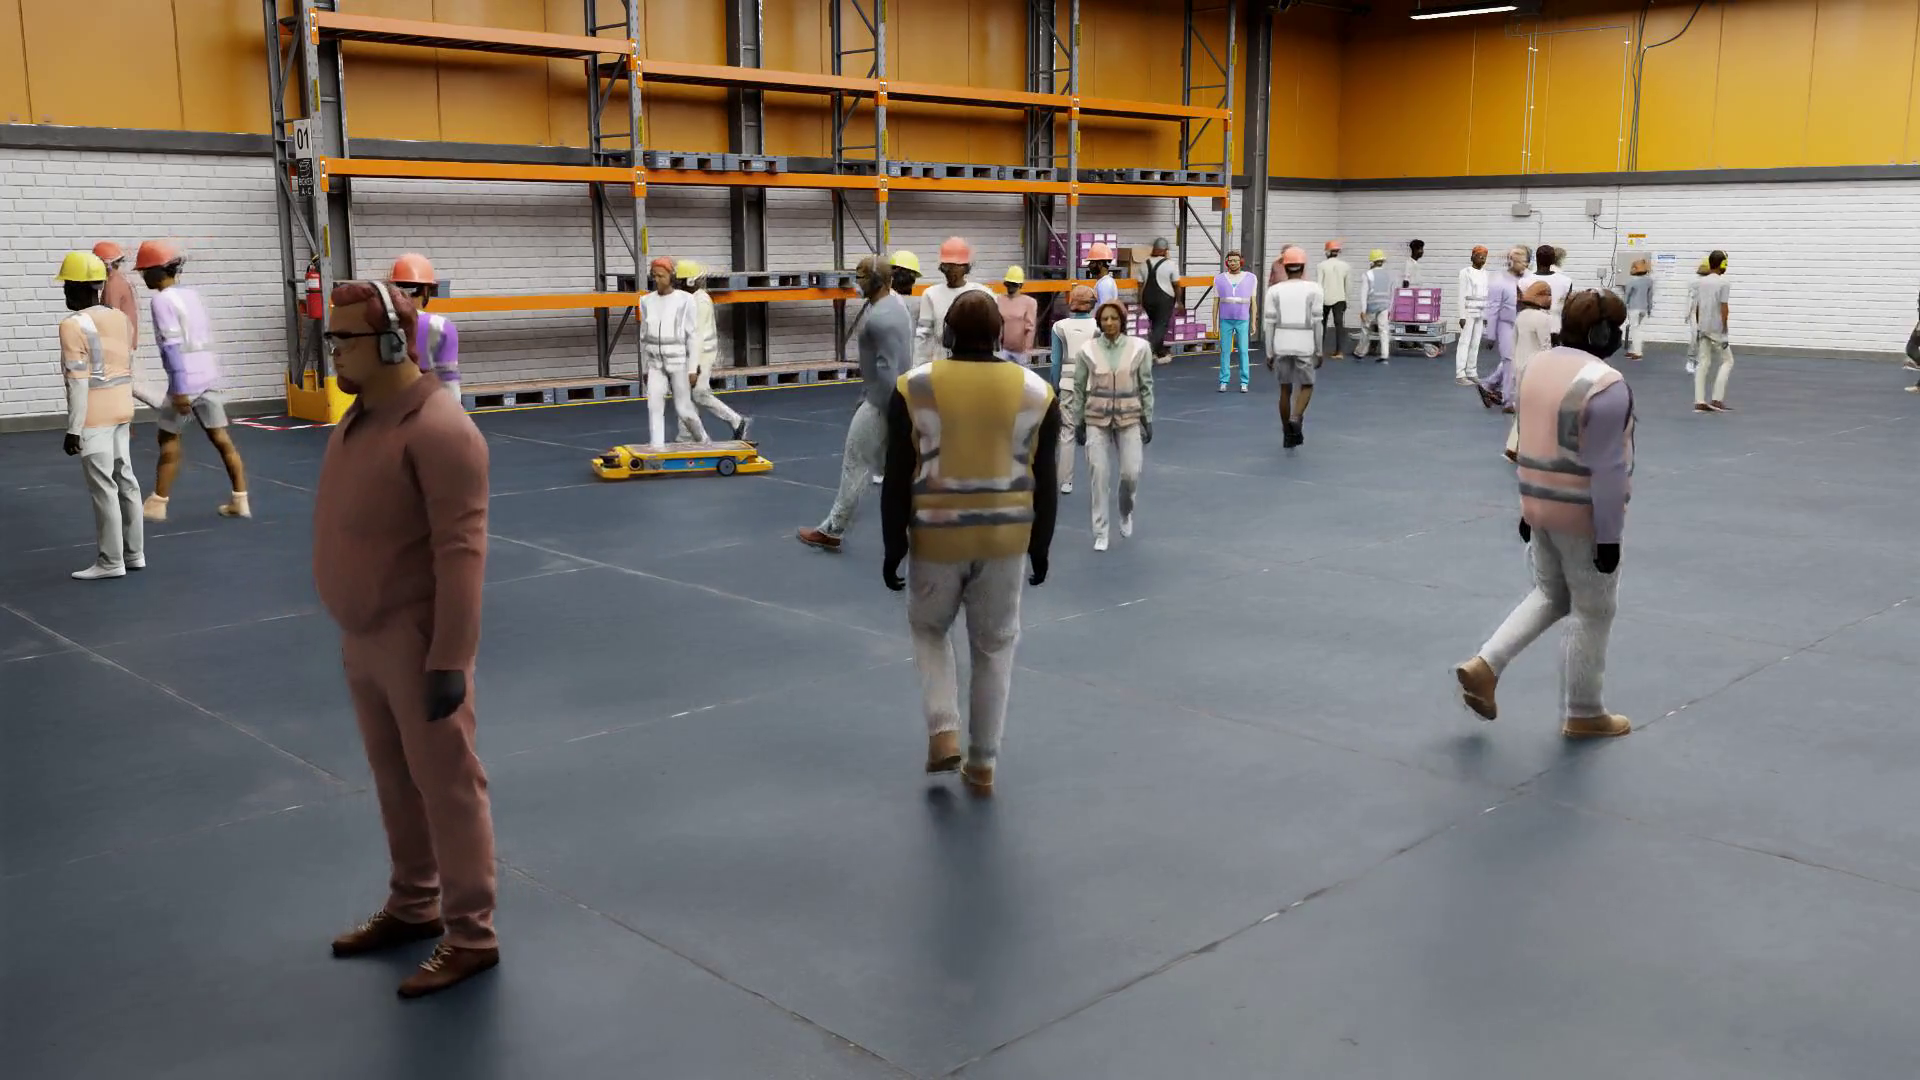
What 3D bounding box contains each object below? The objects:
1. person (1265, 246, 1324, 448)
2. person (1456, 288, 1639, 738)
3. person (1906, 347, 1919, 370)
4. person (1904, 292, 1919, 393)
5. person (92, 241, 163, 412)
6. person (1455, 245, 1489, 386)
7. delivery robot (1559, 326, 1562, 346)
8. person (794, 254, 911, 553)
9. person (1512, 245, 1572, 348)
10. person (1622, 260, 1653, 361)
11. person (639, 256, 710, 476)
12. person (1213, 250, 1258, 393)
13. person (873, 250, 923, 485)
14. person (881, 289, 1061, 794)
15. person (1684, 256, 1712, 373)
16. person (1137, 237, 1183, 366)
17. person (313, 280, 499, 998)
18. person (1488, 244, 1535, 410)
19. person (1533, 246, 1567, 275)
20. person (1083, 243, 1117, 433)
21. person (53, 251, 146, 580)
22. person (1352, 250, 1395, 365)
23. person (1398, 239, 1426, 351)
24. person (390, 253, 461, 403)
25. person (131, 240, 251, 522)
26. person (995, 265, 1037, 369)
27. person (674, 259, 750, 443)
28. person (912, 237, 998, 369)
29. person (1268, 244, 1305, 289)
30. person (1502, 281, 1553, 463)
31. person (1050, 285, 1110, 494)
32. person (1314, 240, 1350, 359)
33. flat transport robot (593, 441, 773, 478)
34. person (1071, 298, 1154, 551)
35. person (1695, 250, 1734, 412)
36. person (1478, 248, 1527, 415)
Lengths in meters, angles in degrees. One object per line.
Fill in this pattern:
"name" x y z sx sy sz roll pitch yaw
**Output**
"person" 3.144 -1.810 15.717 0.552 1.924 0.539 4 11 20
"person" 2.395 -0.089 6.625 0.636 1.821 0.638 -3 11 -15
"person" 14.685 -3.404 24.742 0.534 1.813 0.997 -10 14 -42
"person" 12.363 -2.762 21.196 0.542 1.826 0.436 -7 12 -33
"person" -8.153 -1.931 16.285 0.894 1.969 0.609 -5 11 -23
"person" 6.956 -3.035 22.517 0.573 1.887 0.354 -8 13 -36
"delivery robot" 9.690 -3.217 26.884 0.707 0.478 0.477 9 14 40
"person" -0.605 -0.853 10.592 0.973 1.895 0.641 2 11 9
"person" 6.218 -2.183 17.782 0.587 1.920 0.394 1 10 4
"person" 10.939 -3.733 27.059 0.513 1.607 0.664 -4 11 -20
"person" -2.452 -1.500 14.233 0.582 1.857 0.832 3 11 18
"person" 3.552 -2.818 21.464 0.580 1.841 0.385 3 11 15
"person" -0.482 -1.375 13.429 0.544 1.890 0.646 1 10 4
"person" 0.038 0.015 6.036 0.654 1.827 0.454 -1 10 -6
"person" 10.875 -3.293 24.352 0.501 1.719 0.417 -1 10 -7
"person" 3.088 -3.752 26.004 0.687 2.000 0.931 10 14 43
"person" -1.519 0.263 4.483 0.403 1.904 0.650 -10 14 -42
"person" 6.453 -2.471 19.356 0.459 1.925 0.636 -6 12 -31
"person" 8.007 -3.114 22.958 0.952 1.886 0.707 -5 12 -25
"person" 1.431 -2.060 17.055 0.357 1.936 0.551 1 10 7
"person" -5.089 -0.729 9.823 0.360 1.930 0.587 1 10 3
"person" 6.542 -3.674 26.265 0.617 1.780 0.949 -3 11 -14
"person" 8.030 -4.275 29.103 0.732 1.942 0.630 5 12 27
"person" -3.115 -0.681 9.608 0.544 1.919 0.577 0 10 -1
"person" -5.524 -1.108 11.783 0.878 1.984 0.640 0 10 2
"person" 0.565 -1.974 17.190 0.519 1.732 0.778 3 11 15
"person" -2.396 -1.713 15.532 0.736 1.804 0.591 -4 11 -22
"person" -0.091 -1.299 12.752 0.638 1.987 1.051 6 12 29
"person" 5.690 -4.237 29.132 0.679 1.876 0.446 6 12 29
"person" 5.045 -1.492 14.882 0.571 1.630 0.514 -2 11 -11
"person" 0.955 -1.162 12.976 0.514 1.640 0.310 3 11 17
"person" 6.144 -3.977 27.506 0.644 1.937 1.053 -2 11 -10
"flat transport robot" -2.365 -0.696 14.168 1.431 0.197 0.652 -4 11 -18
"person" 0.980 -0.744 10.721 0.537 1.624 0.391 1 10 5
"person" 8.675 -2.384 19.039 0.535 1.854 0.571 -4 11 -21
"person" 6.239 -2.387 19.003 0.643 1.881 0.766 -7 13 -35
